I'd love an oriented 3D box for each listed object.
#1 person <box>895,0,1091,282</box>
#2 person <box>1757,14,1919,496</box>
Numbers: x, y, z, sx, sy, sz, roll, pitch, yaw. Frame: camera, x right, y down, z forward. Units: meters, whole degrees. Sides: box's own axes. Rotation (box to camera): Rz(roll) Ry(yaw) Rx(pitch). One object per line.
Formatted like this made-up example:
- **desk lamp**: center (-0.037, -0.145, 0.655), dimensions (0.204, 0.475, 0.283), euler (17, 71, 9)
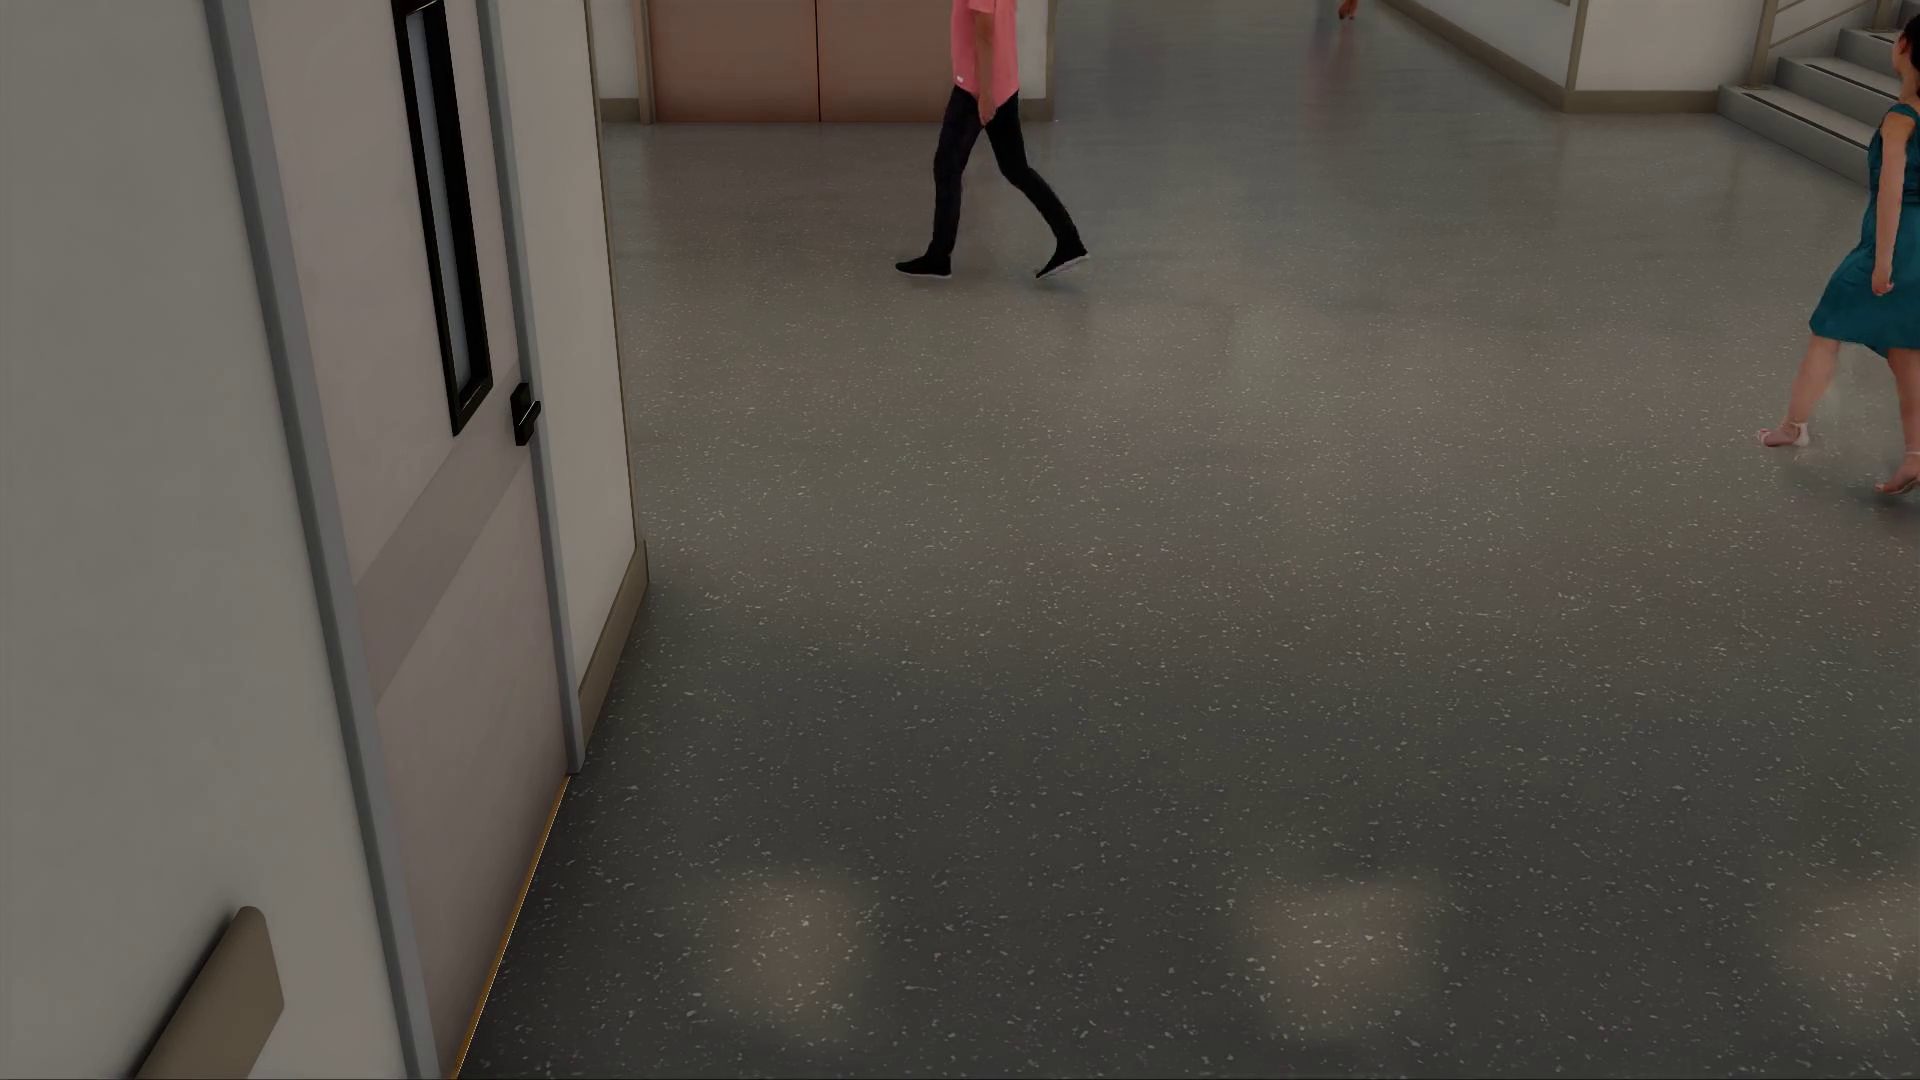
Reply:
- **person**: center (0.225, -2.140, 7.947), dimensions (1.273, 1.920, 0.850), euler (6, 26, 13)
- **person**: center (3.291, -0.921, 5.734), dimensions (0.929, 1.646, 0.894), euler (-17, 31, -32)
